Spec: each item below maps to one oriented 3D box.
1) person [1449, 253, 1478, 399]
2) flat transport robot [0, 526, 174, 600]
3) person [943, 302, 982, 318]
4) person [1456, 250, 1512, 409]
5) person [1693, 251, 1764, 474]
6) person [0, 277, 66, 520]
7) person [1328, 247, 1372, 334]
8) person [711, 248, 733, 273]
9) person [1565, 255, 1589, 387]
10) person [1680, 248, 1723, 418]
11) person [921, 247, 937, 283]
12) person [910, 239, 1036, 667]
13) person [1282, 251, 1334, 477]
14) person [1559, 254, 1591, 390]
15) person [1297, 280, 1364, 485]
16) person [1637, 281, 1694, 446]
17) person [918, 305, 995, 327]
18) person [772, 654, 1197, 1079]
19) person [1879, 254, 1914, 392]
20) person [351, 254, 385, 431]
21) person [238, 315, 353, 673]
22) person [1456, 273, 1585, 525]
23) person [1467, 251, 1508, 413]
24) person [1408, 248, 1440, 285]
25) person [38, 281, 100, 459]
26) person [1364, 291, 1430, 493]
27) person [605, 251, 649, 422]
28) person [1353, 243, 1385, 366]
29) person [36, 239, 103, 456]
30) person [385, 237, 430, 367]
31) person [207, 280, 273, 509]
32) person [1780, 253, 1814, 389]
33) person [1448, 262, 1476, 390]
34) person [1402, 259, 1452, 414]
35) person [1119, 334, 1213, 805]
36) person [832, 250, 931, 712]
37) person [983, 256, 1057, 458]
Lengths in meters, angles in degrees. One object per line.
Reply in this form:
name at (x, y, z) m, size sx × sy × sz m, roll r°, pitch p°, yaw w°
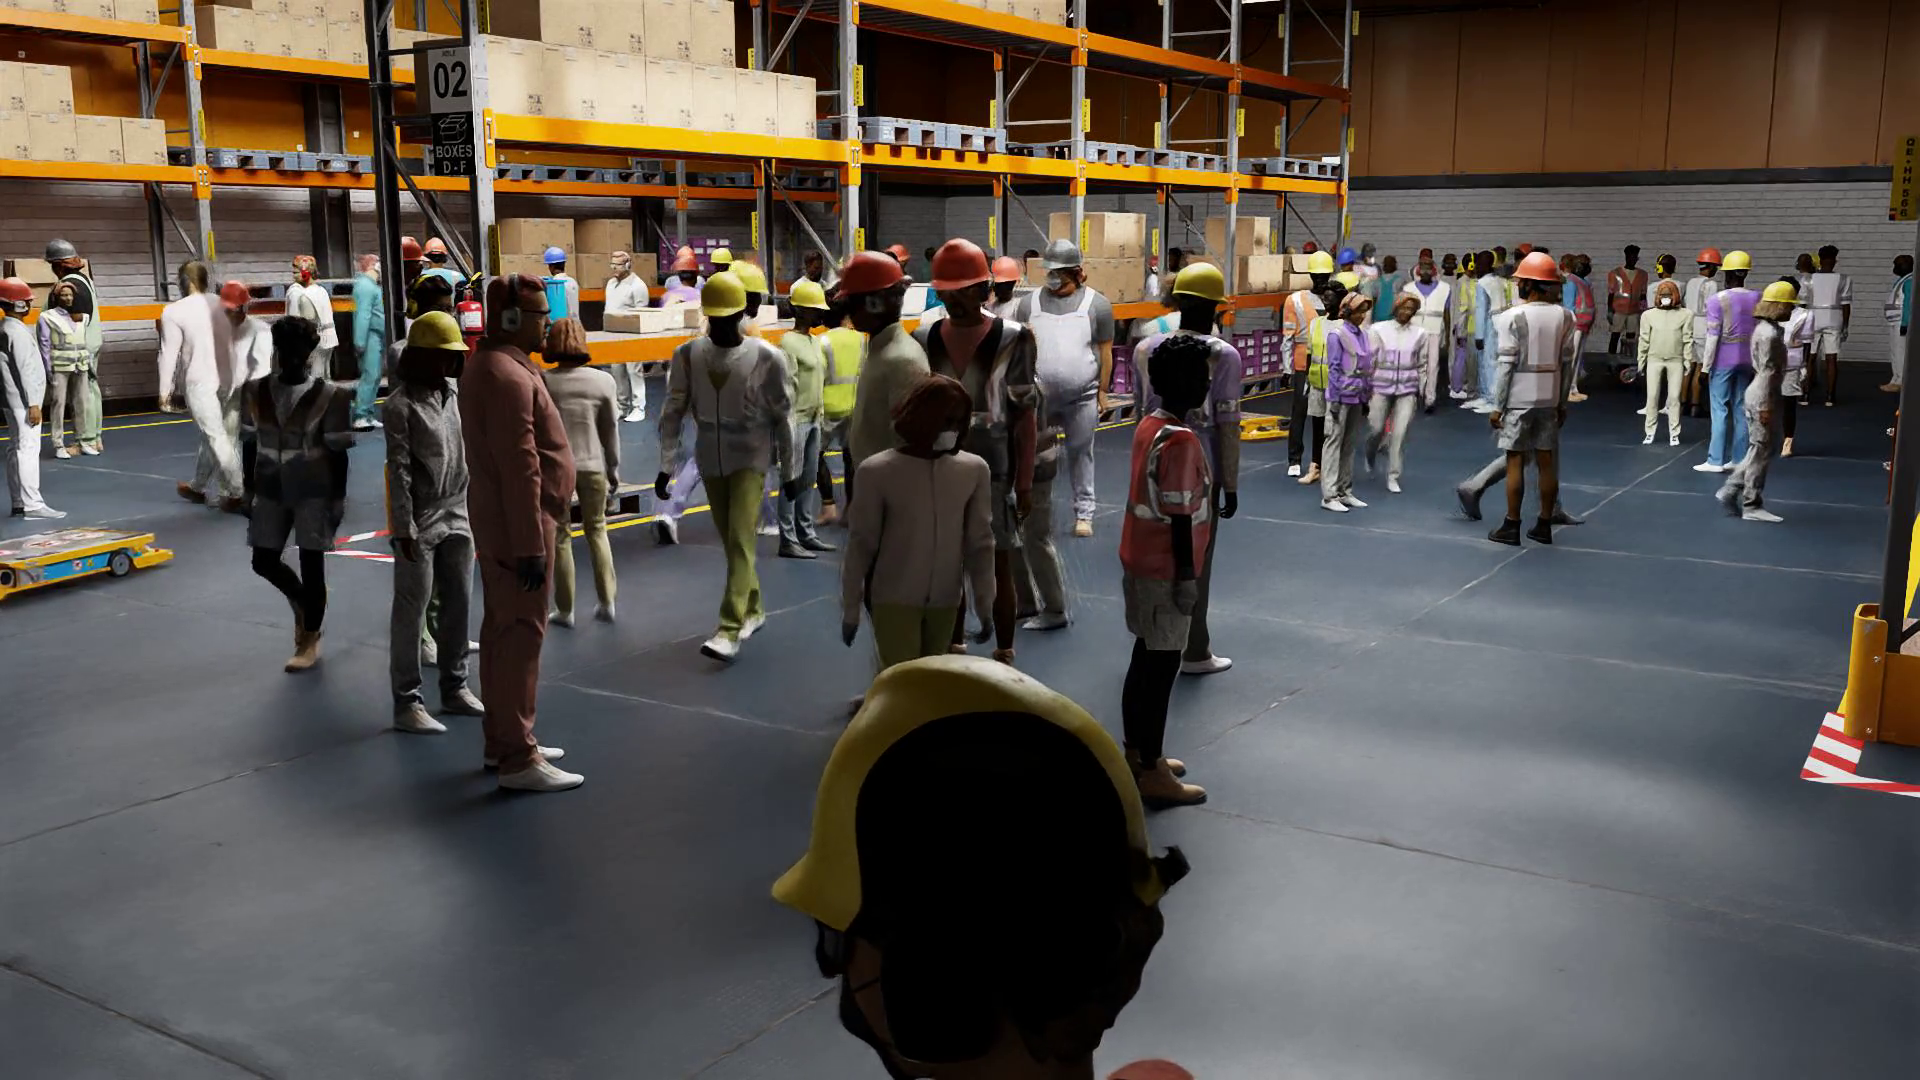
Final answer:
person at (6.477, -2.738, 21.303) m, size 0.331 × 1.864 × 0.506 m, roll 2°, pitch 10°, yaw 10°
flat transport robot at (-5.456, 0.130, 9.816) m, size 0.652 × 0.197 × 1.431 m, roll 4°, pitch 11°, yaw 20°
person at (0.026, -0.927, 11.209) m, size 0.360 × 1.882 × 0.575 m, roll 1°, pitch 10°, yaw 6°
person at (6.310, -2.514, 19.949) m, size 0.589 × 1.905 × 0.568 m, roll 8°, pitch 13°, yaw 37°
person at (6.689, -1.537, 14.457) m, size 0.594 × 1.925 × 0.368 m, roll -3°, pitch 11°, yaw -16°
person at (-6.808, -1.027, 12.107) m, size 0.325 × 1.753 × 0.572 m, roll -10°, pitch 14°, yaw -43°
person at (4.904, -2.735, 21.081) m, size 0.631 × 1.927 × 0.459 m, roll 6°, pitch 12°, yaw 32°
person at (-2.795, -2.450, 19.523) m, size 0.377 × 1.925 × 0.594 m, roll -2°, pitch 10°, yaw -11°
person at (8.253, -2.898, 22.299) m, size 0.517 × 1.831 × 0.505 m, roll -6°, pitch 12°, yaw -31°
person at (8.475, -2.355, 19.000) m, size 0.390 × 1.927 × 0.548 m, roll -1°, pitch 10°, yaw -8°
person at (-0.571, -4.635, 31.758) m, size 0.360 × 1.893 × 0.711 m, roll 2°, pitch 11°, yaw 13°
person at (0.028, -0.294, 7.308) m, size 0.617 × 2.028 × 0.410 m, roll 4°, pitch 11°, yaw 19°
person at (3.052, -1.493, 14.217) m, size 0.594 × 1.925 × 0.379 m, roll 0°, pitch 10°, yaw -3°
person at (8.147, -2.912, 22.342) m, size 0.563 × 1.838 × 0.389 m, roll 2°, pitch 10°, yaw 12°
person at (3.038, -1.267, 13.607) m, size 0.532 × 1.697 × 0.319 m, roll 10°, pitch 14°, yaw 44°
person at (6.964, -1.743, 16.447) m, size 0.503 × 1.623 × 0.298 m, roll 5°, pitch 11°, yaw 24°
person at (-0.058, -0.997, 11.746) m, size 0.593 × 1.830 × 0.571 m, roll 3°, pitch 11°, yaw 18°
person at (0.025, 0.948, 1.173) m, size 0.341 × 1.760 × 0.529 m, roll 5°, pitch 11°, yaw 26°
person at (12.621, -2.903, 22.311) m, size 0.429 × 1.833 × 0.637 m, roll 3°, pitch 11°, yaw 17°
person at (-6.320, -2.105, 17.779) m, size 0.458 × 1.869 × 0.782 m, roll -3°, pitch 11°, yaw -17°
person at (-3.102, -0.224, 7.839) m, size 0.550 × 1.681 × 0.422 m, roll 1°, pitch 10°, yaw 4°
person at (4.023, -0.997, 11.809) m, size 0.840 × 1.811 × 0.575 m, roll 3°, pitch 11°, yaw 18°
person at (6.203, -2.451, 19.633) m, size 0.540 × 1.898 × 0.653 m, roll 8°, pitch 13°, yaw 37°
person at (7.789, -3.947, 27.939) m, size 0.576 × 1.883 × 0.354 m, roll 8°, pitch 13°, yaw 38°
person at (-8.301, -1.580, 15.495) m, size 0.315 × 1.641 × 0.514 m, roll 5°, pitch 11°, yaw 27°
person at (3.506, -1.210, 13.497) m, size 0.551 × 1.611 × 0.599 m, roll 1°, pitch 10°, yaw 6°
person at (-3.753, -2.269, 18.624) m, size 0.654 × 1.898 × 0.396 m, roll 9°, pitch 14°, yaw 41°
person at (6.485, -3.754, 26.429) m, size 0.750 × 2.000 × 0.937 m, roll -4°, pitch 11°, yaw -23°
person at (-8.414, -1.820, 15.714) m, size 0.536 × 2.000 × 0.673 m, roll -3°, pitch 11°, yaw -15°
person at (-4.372, -1.375, 13.242) m, size 0.375 × 2.044 × 0.605 m, roll -2°, pitch 11°, yaw -13°
person at (-5.414, -1.099, 12.600) m, size 0.574 × 1.724 × 0.589 m, roll 4°, pitch 11°, yaw 19°
person at (11.431, -2.965, 22.608) m, size 0.511 × 1.842 × 0.327 m, roll 1°, pitch 10°, yaw 5°
person at (6.857, -2.914, 22.632) m, size 0.337 × 1.735 × 0.487 m, roll -3°, pitch 11°, yaw -16°
person at (5.410, -2.365, 19.401) m, size 0.577 × 1.797 × 0.940 m, roll 4°, pitch 11°, yaw 19°
person at (0.747, 0.104, 6.028) m, size 0.320 × 1.692 × 0.536 m, roll -1°, pitch 10°, yaw -7°
person at (-0.289, -0.173, 6.769) m, size 0.416 × 1.980 × 0.709 m, roll -3°, pitch 11°, yaw -14°
person at (0.448, -1.350, 13.525) m, size 0.894 × 1.906 × 0.558 m, roll -7°, pitch 12°, yaw -33°
